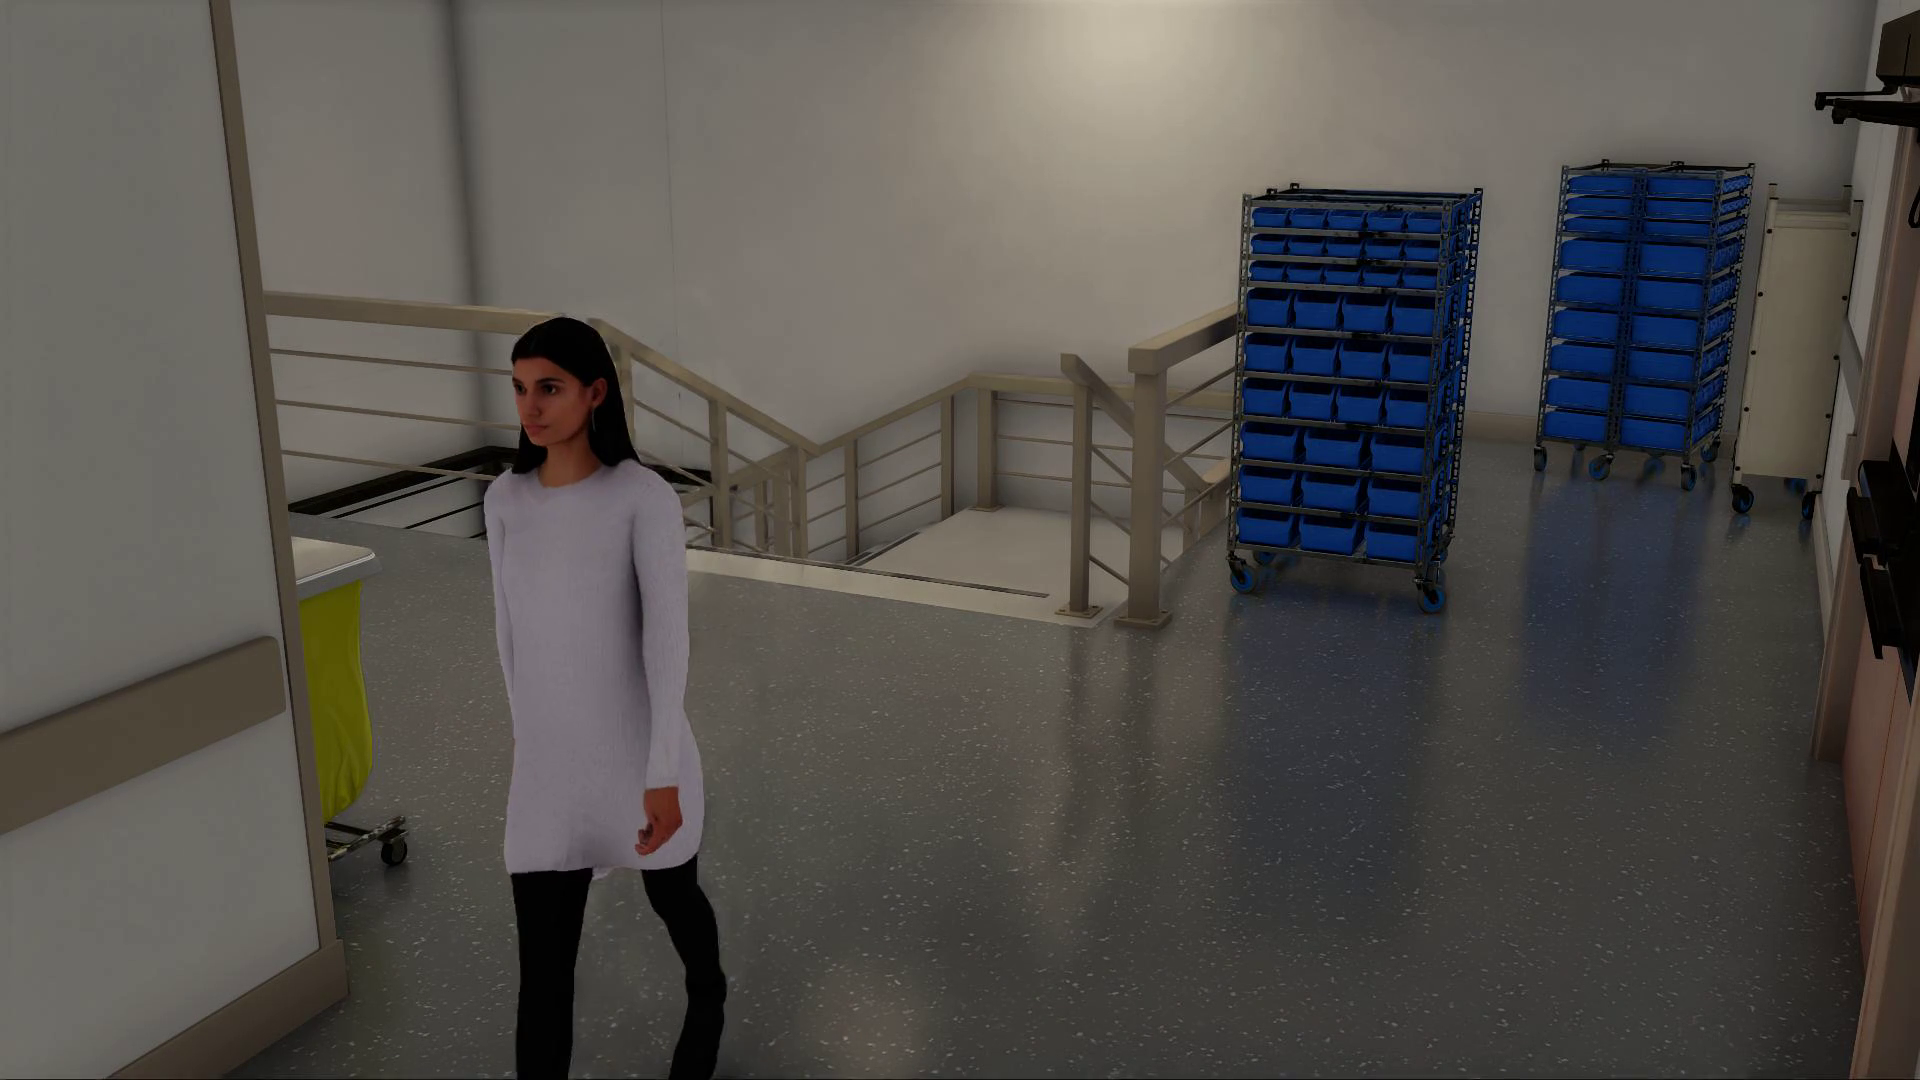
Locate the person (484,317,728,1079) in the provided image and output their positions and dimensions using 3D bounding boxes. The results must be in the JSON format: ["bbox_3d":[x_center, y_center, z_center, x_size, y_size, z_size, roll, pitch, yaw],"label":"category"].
[{"bbox_3d":[-0.663,0.450,3.417,0.778,1.763,1.203,4,16,14],"label":"person"}]
